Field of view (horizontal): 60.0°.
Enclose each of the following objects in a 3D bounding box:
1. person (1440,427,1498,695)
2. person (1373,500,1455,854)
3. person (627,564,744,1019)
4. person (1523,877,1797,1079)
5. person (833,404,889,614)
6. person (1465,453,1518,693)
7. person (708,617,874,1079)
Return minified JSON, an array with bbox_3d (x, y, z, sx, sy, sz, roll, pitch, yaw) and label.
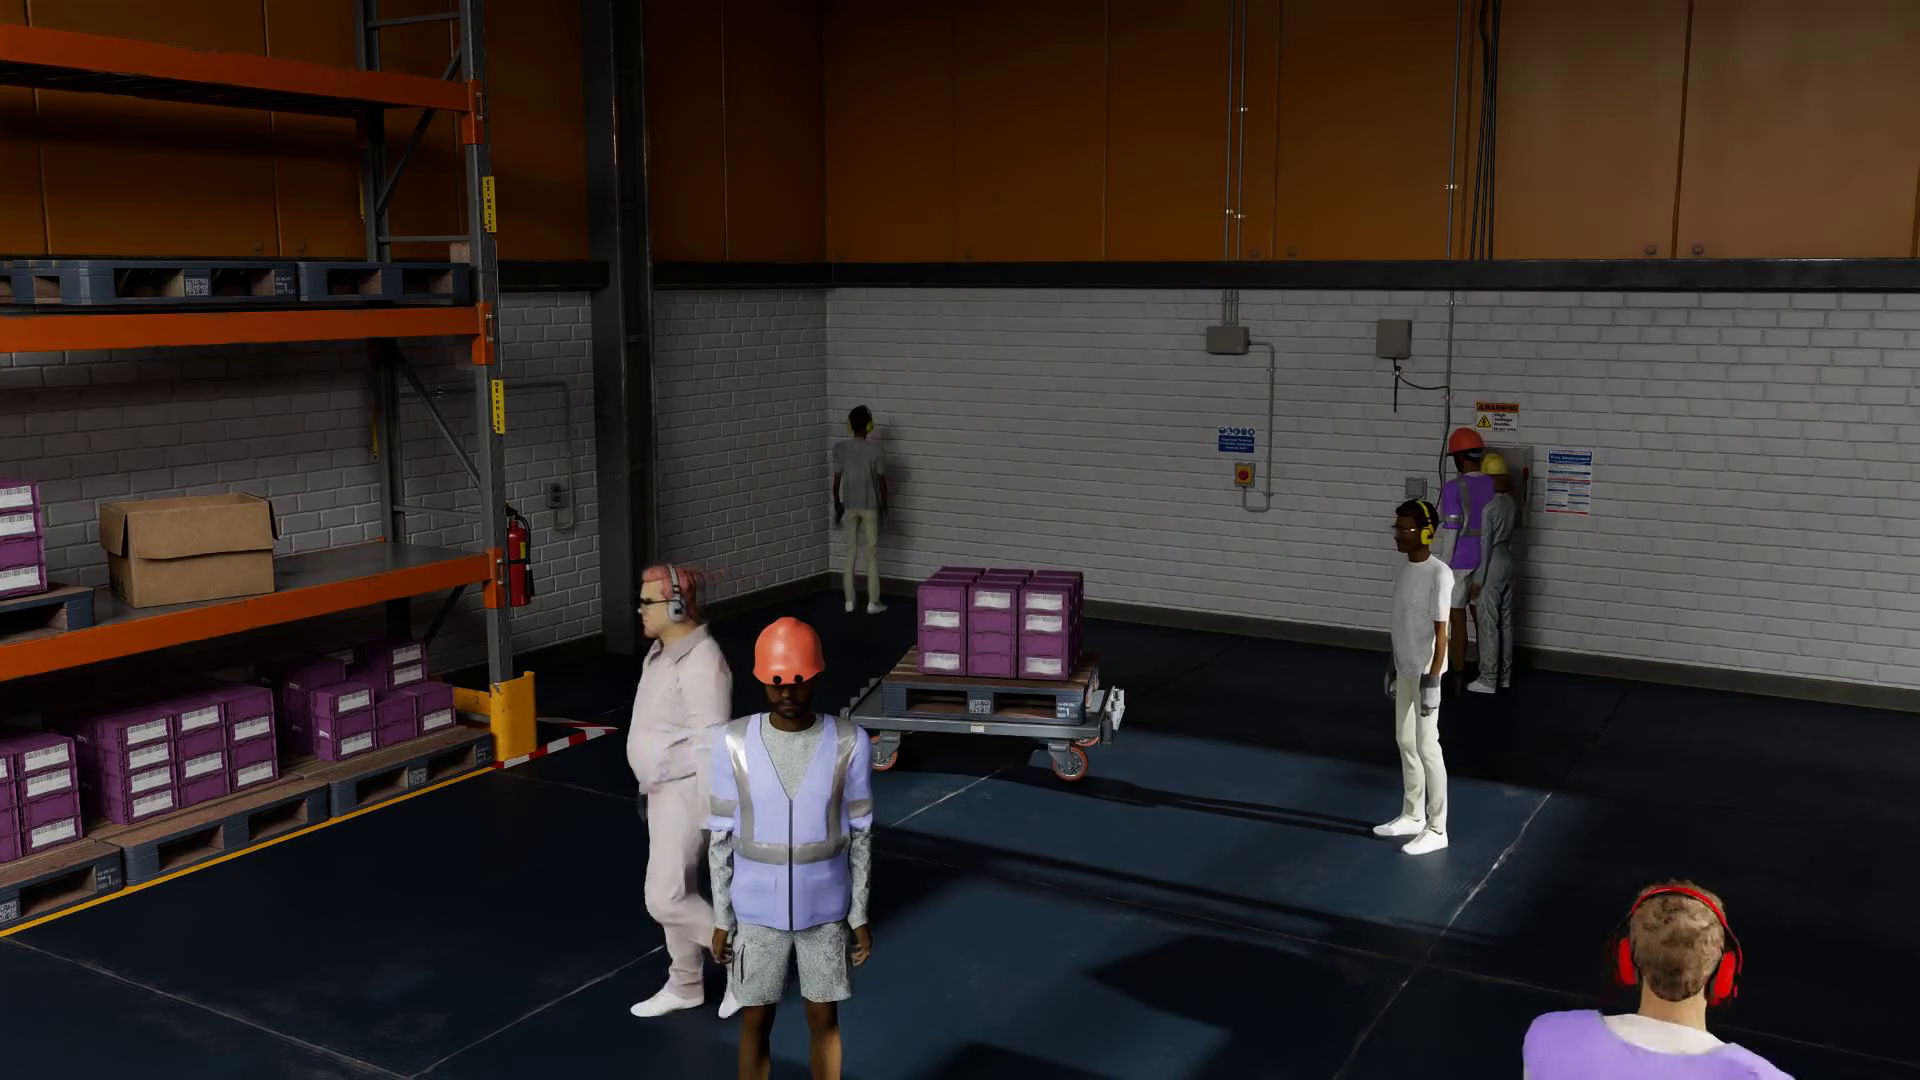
[{"bbox_3d":[3.644,0.152,12.024,0.543,1.928,0.371,-5,11,-30],"label":"person"},{"bbox_3d":[2.402,0.707,8.772,0.332,1.864,0.509,-2,9,-14],"label":"person"},{"bbox_3d":[-1.104,1.024,6.701,0.465,1.888,0.649,-3,10,-20],"label":"person"},{"bbox_3d":[1.385,1.597,3.403,0.573,1.809,0.909,6,11,34],"label":"person"},{"bbox_3d":[-0.881,-0.273,14.865,0.526,1.869,0.313,2,9,13],"label":"person"},{"bbox_3d":[3.845,0.236,12.077,0.489,1.742,0.319,-9,13,-44],"label":"person"},{"bbox_3d":[-0.547,1.201,5.443,0.543,1.939,0.362,-1,9,-6],"label":"person"}]
